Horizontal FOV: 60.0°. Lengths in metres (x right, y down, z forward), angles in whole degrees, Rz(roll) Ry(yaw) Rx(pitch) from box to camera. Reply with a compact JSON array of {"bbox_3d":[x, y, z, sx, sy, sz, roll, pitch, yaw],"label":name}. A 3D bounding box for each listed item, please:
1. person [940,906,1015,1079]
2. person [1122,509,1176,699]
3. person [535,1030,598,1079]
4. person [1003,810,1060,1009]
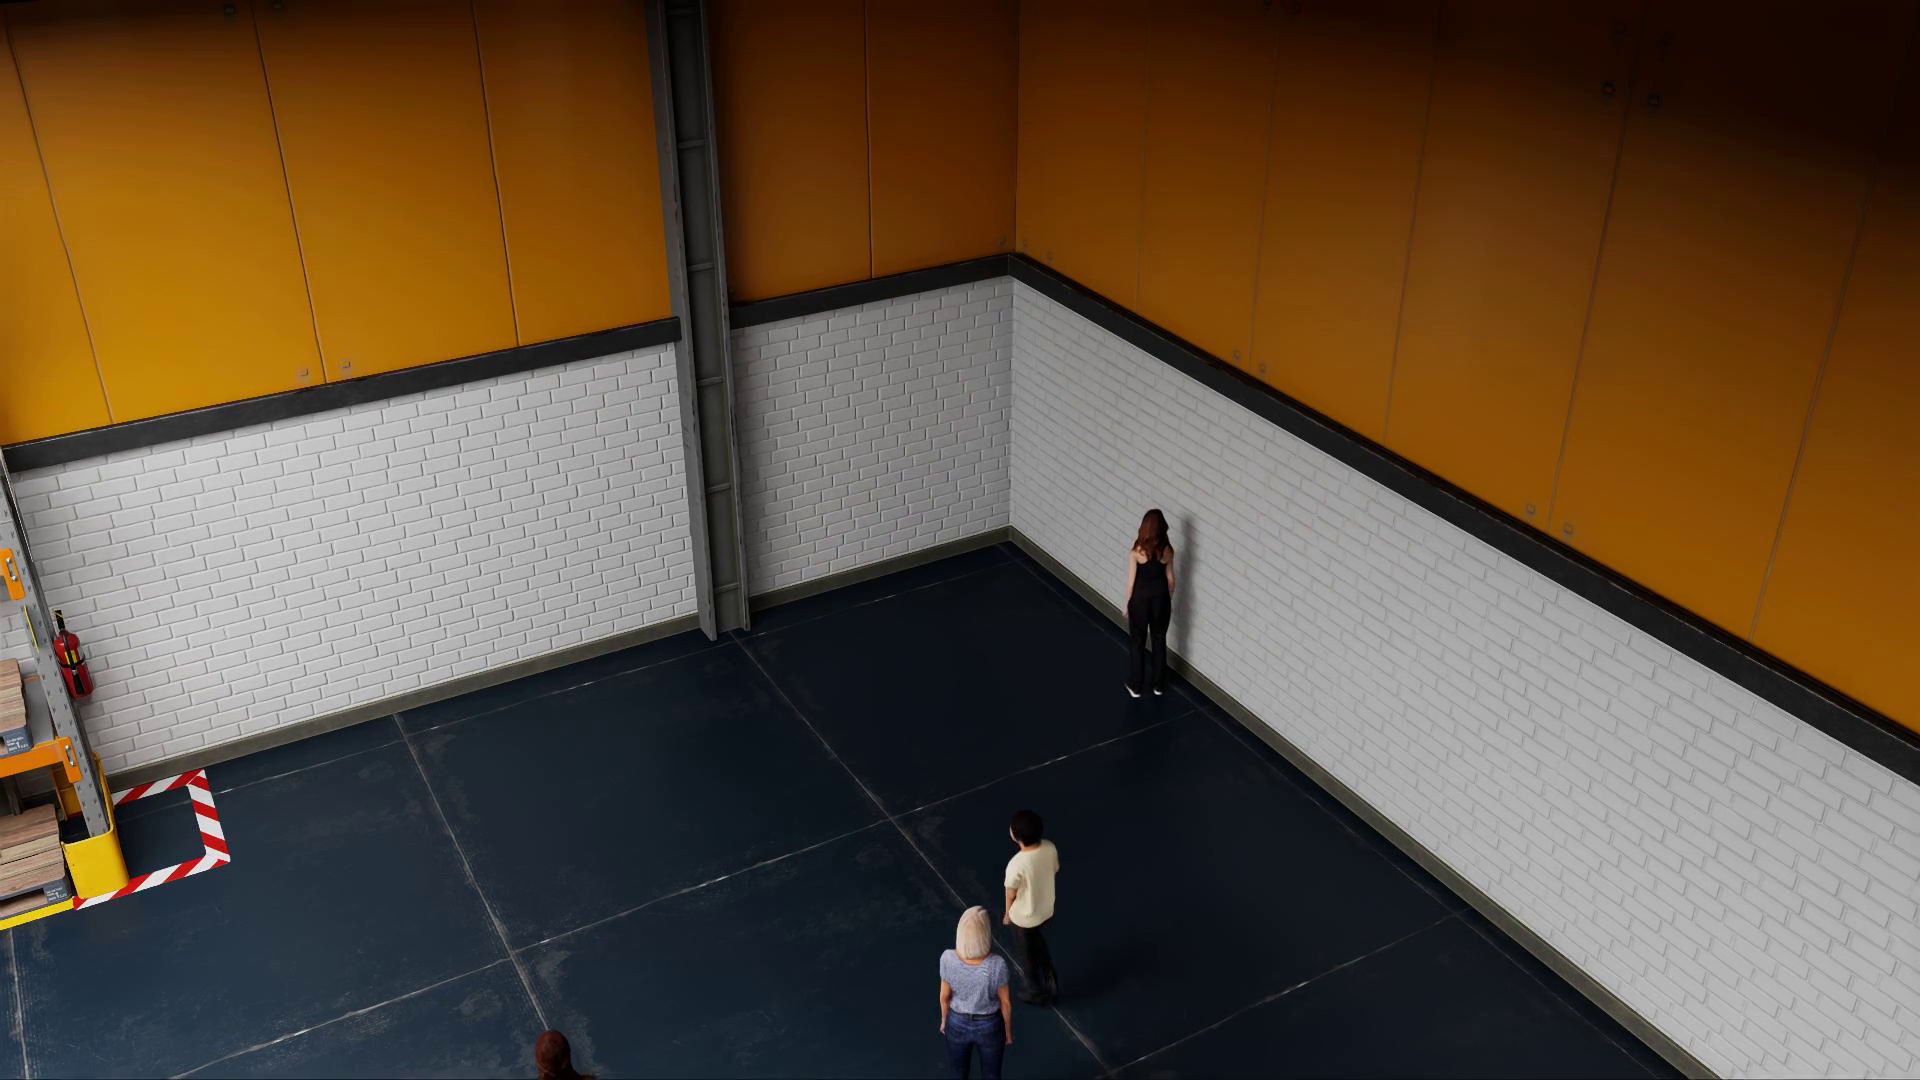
[{"bbox_3d":[0.088,2.863,9.828,0.647,1.721,0.723,5,29,9],"label":"person"},{"bbox_3d":[1.600,0.536,14.068,0.572,1.746,0.717,-4,29,-7],"label":"person"},{"bbox_3d":[-2.071,3.332,8.852,0.559,1.832,0.720,-6,29,-10],"label":"person"},{"bbox_3d":[0.506,2.444,10.748,0.733,1.575,0.630,25,38,38],"label":"person"}]
